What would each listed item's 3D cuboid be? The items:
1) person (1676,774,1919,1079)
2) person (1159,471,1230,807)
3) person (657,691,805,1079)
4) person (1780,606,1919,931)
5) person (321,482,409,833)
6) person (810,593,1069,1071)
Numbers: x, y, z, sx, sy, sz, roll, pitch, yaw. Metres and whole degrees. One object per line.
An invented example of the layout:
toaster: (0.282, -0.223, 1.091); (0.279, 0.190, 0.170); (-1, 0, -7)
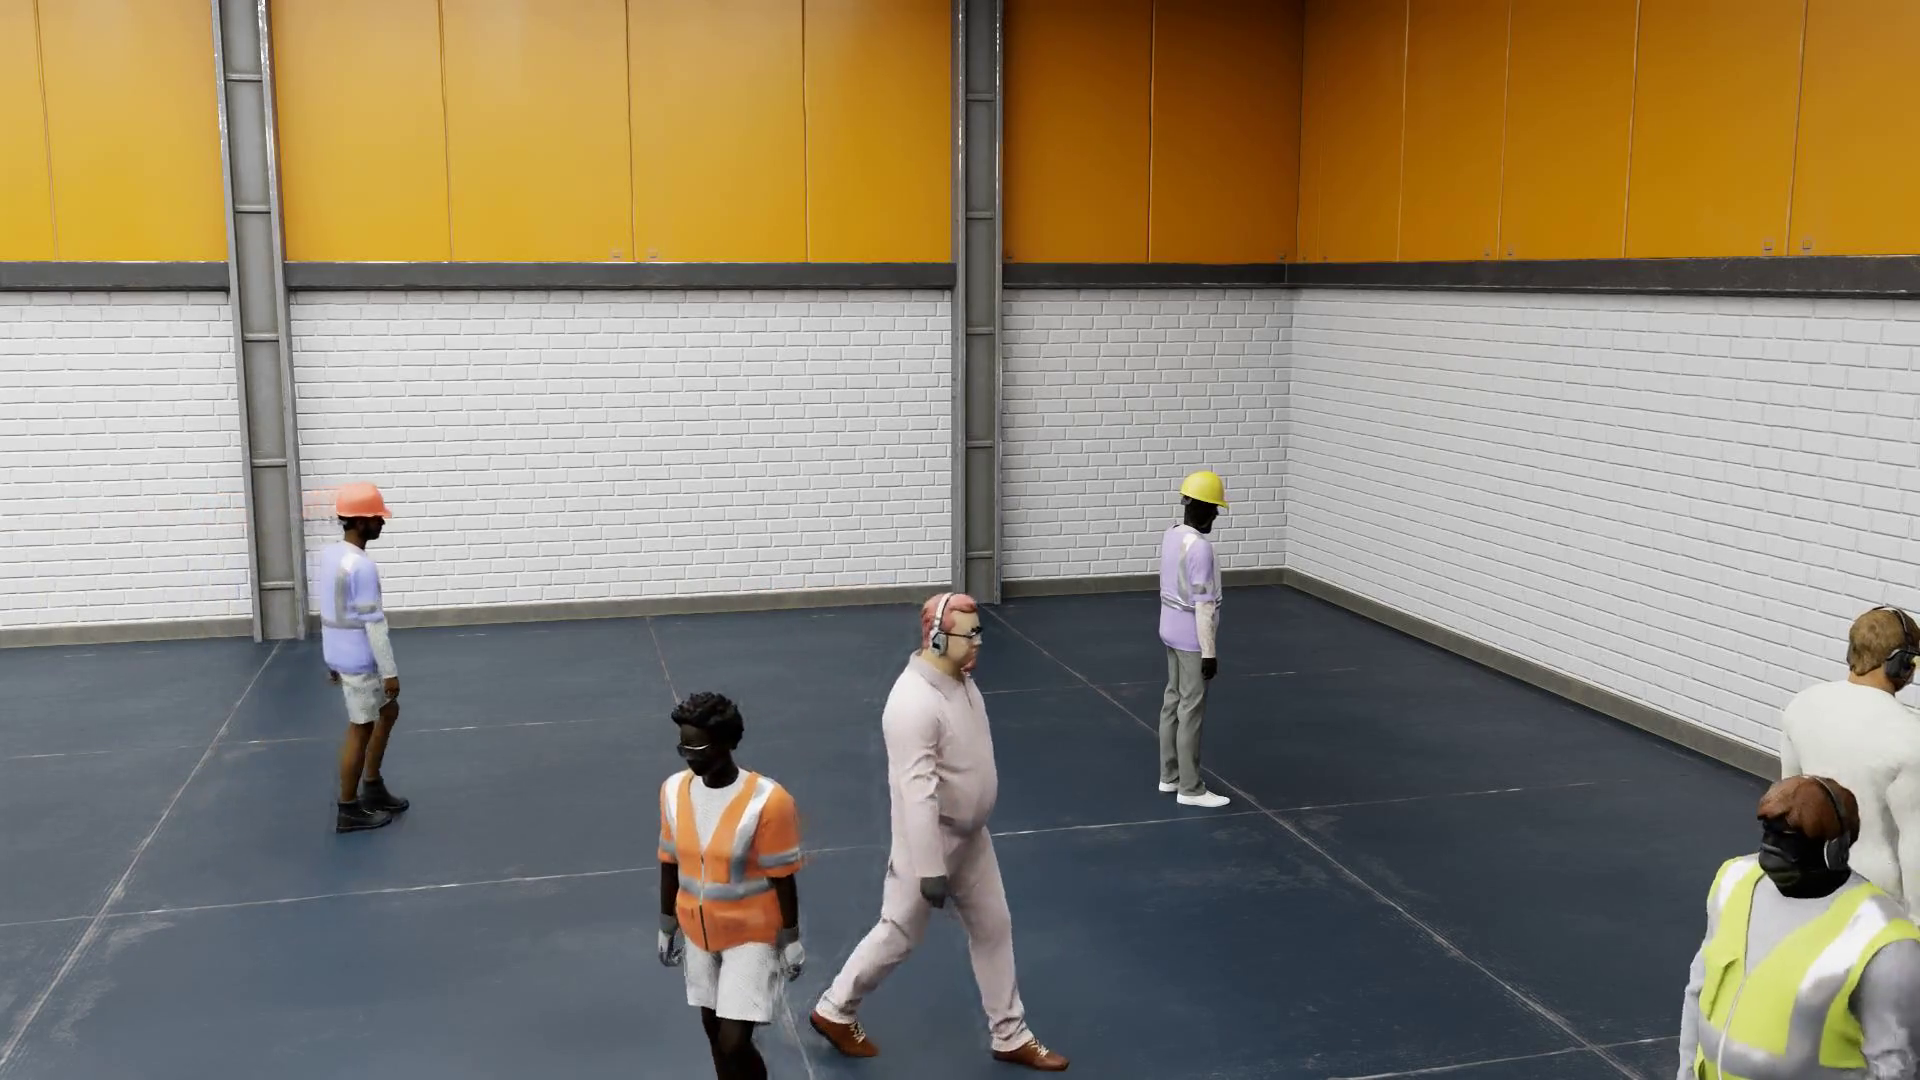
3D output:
person: (2.143, 1.461, 4.293); (0.935, 1.802, 0.634); (-3, 10, -17)
person: (1.337, 0.561, 9.524); (0.379, 1.918, 0.585); (-2, 9, -15)
person: (-0.786, 1.318, 5.527); (0.555, 1.676, 0.417); (5, 10, 28)
person: (3.044, 1.176, 5.632); (0.373, 1.936, 0.629); (-3, 9, -17)
person: (-3.200, 0.635, 9.067); (0.604, 1.913, 0.568); (-7, 11, -36)
person: (-0.113, 1.106, 6.314); (0.983, 1.863, 0.645); (4, 10, 21)
